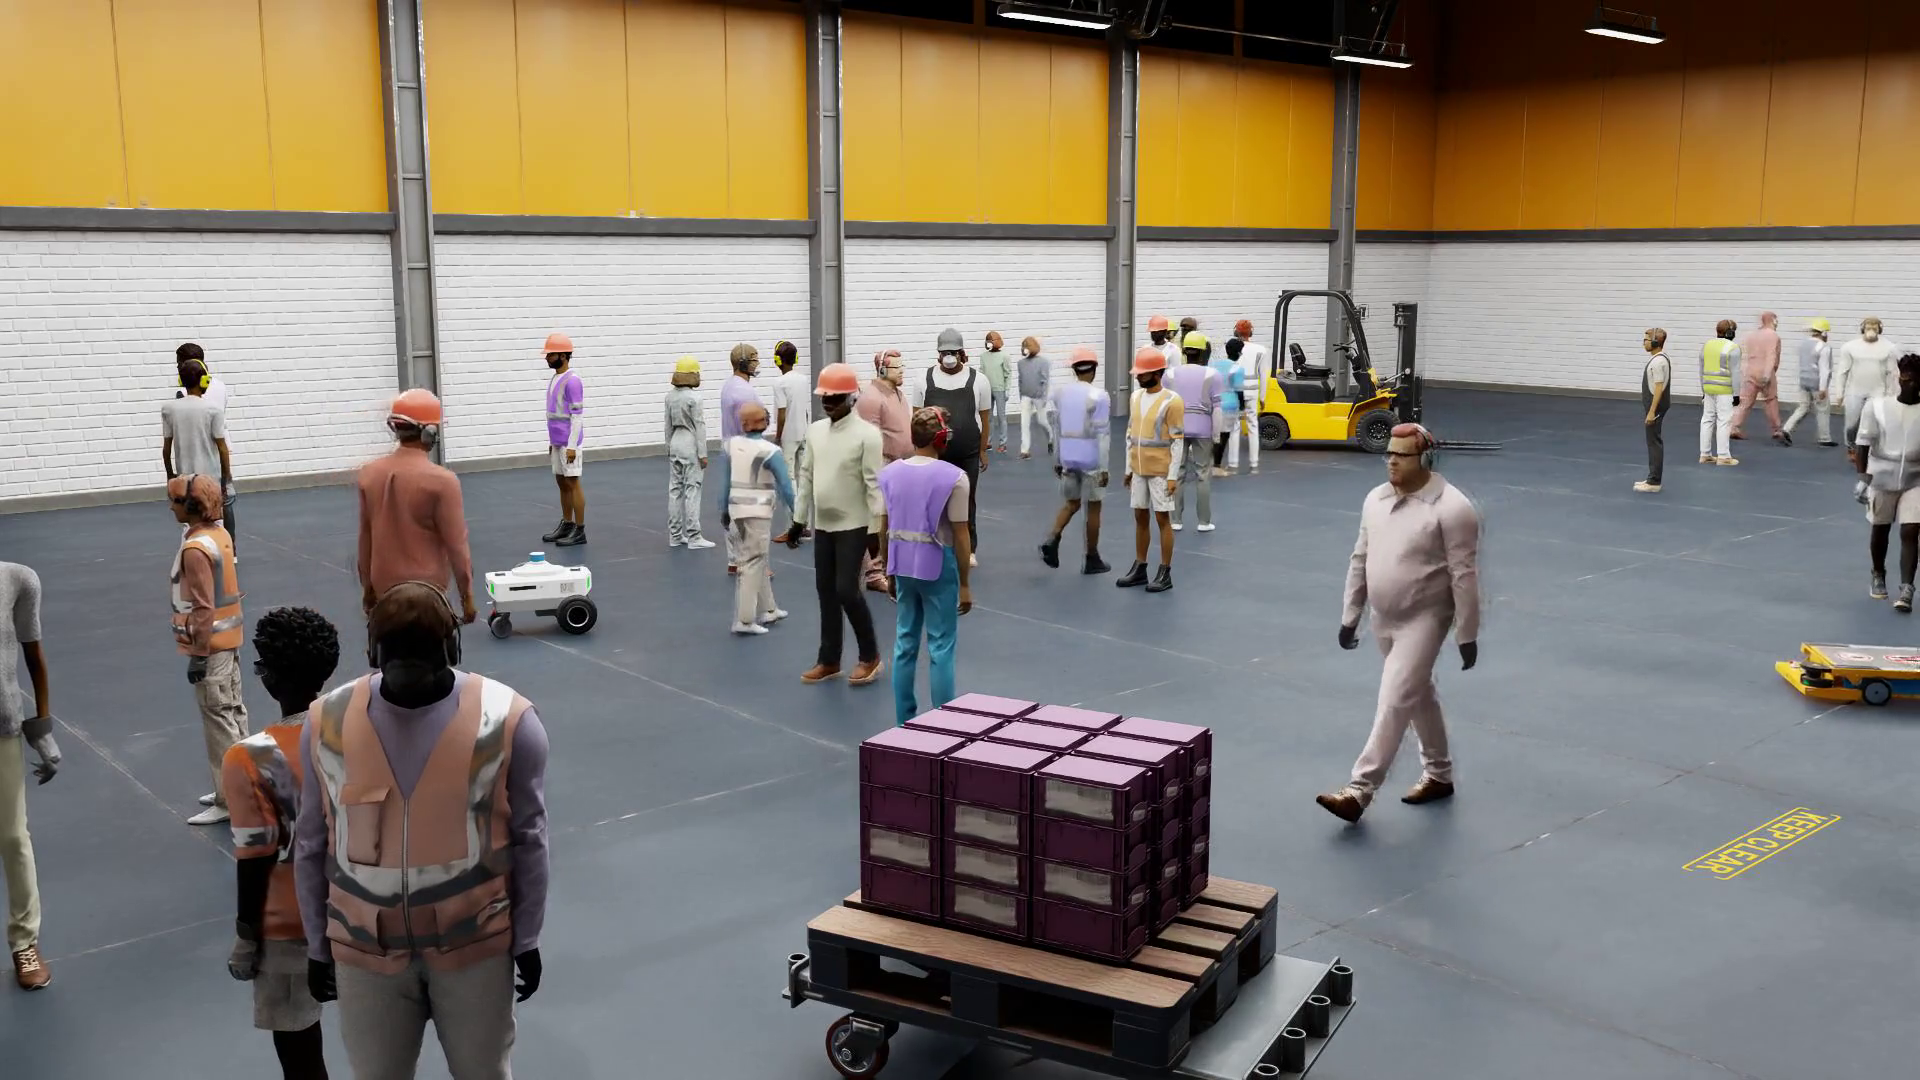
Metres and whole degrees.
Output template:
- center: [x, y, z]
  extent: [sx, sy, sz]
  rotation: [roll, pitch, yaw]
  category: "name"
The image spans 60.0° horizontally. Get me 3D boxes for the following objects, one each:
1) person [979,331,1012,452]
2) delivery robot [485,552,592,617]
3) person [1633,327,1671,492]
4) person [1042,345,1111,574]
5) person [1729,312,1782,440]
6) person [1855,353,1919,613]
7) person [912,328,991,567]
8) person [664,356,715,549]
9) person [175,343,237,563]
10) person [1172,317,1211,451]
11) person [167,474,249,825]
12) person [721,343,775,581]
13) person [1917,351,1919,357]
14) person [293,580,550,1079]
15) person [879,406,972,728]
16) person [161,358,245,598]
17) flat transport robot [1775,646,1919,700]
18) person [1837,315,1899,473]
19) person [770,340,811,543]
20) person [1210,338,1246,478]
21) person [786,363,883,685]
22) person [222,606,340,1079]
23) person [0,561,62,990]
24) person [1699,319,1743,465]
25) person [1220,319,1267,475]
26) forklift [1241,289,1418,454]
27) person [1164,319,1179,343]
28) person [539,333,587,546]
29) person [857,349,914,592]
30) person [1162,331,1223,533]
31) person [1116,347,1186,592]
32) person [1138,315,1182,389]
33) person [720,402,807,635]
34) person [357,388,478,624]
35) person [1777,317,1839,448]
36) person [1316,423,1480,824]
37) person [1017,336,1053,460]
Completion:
- center: [0.459, -1.995, 22.411]
  extent: [0.507, 1.631, 0.265]
  rotation: [7, 12, 34]
  category: "person"
- center: [-2.963, 0.328, 11.687]
  extent: [0.707, 0.478, 0.477]
  rotation: [-4, 10, -20]
  category: "delivery robot"
- center: [7.768, -1.454, 18.625]
  extent: [0.327, 1.844, 0.514]
  rotation: [5, 11, 26]
  category: "person"
- center: [0.972, -0.646, 13.722]
  extent: [0.602, 1.904, 0.578]
  rotation: [8, 12, 38]
  category: "person"
- center: [11.547, -2.350, 23.921]
  extent: [0.990, 1.836, 0.704]
  rotation: [-2, 10, -12]
  category: "person"
- center: [7.063, -0.444, 12.518]
  extent: [0.613, 1.920, 0.993]
  rotation: [5, 11, 27]
  category: "person"
- center: [-0.078, -0.776, 14.081]
  extent: [0.678, 2.000, 0.537]
  rotation: [0, 10, 2]
  category: "person"
- center: [-2.461, -0.795, 15.070]
  extent: [0.492, 1.741, 0.318]
  rotation: [8, 13, 39]
  category: "person"
- center: [-6.380, -0.705, 14.060]
  extent: [0.397, 1.911, 0.587]
  rotation: [1, 10, 9]
  category: "person"
- center: [3.073, -2.096, 22.448]
  extent: [0.627, 1.821, 0.511]
  rotation: [7, 12, 35]
  category: "person"
- center: [-3.502, 0.503, 7.768]
  extent: [0.308, 1.639, 0.524]
  rotation: [-2, 10, -13]
  category: "person"
- center: [-1.753, -0.632, 13.541]
  extent: [0.372, 1.940, 0.630]
  rotation: [-4, 10, -20]
  category: "person"
- center: [11.468, -1.611, 19.471]
  extent: [0.612, 1.865, 0.477]
  rotation: [5, 11, 29]
  category: "person"
- center: [-1.350, 1.011, 4.206]
  extent: [0.627, 1.844, 0.429]
  rotation: [-1, 10, -8]
  category: "person"
- center: [-0.190, 0.209, 8.883]
  extent: [0.564, 1.846, 0.394]
  rotation: [7, 12, 34]
  category: "person"
- center: [-5.782, -0.445, 12.659]
  extent: [0.534, 1.864, 0.309]
  rotation: [1, 10, 4]
  category: "person"
- center: [5.754, 0.808, 9.982]
  extent: [1.431, 0.197, 0.652]
  rotation: [2, 10, 12]
  category: "flat transport robot"
- center: [11.126, -1.799, 20.429]
  extent: [0.638, 1.919, 0.655]
  rotation: [5, 11, 25]
  category: "person"
- center: [-1.574, -0.895, 15.305]
  extent: [0.334, 1.864, 0.517]
  rotation: [5, 11, 28]
  category: "person"
- center: [3.165, -1.562, 19.751]
  extent: [0.426, 1.663, 0.557]
  rotation: [-6, 11, -31]
  category: "person"
- center: [-0.762, -0.095, 10.248]
  extent: [0.641, 1.988, 0.456]
  rotation: [9, 13, 43]
  category: "person"
- center: [-1.780, 1.019, 4.579]
  extent: [0.316, 1.696, 0.540]
  rotation: [5, 11, 26]
  category: "person"
- center: [-3.497, 0.710, 5.911]
  extent: [0.521, 1.864, 0.335]
  rotation: [-5, 11, -25]
  category: "person"
- center: [9.644, -1.868, 21.060]
  extent: [0.429, 1.844, 0.625]
  rotation: [-4, 10, -20]
  category: "person"
- center: [3.414, -1.727, 20.107]
  extent: [0.584, 1.882, 0.337]
  rotation: [-1, 10, -6]
  category: "person"
- center: [5.034, -2.339, 22.783]
  extent: [2.313, 2.155, 1.214]
  rotation: [3, 10, 16]
  category: "forklift"
- center: [2.918, -2.188, 23.154]
  extent: [0.526, 1.768, 0.314]
  rotation: [9, 13, 42]
  category: "person"
- center: [-3.628, -0.913, 15.187]
  extent: [0.357, 1.938, 0.545]
  rotation: [-7, 12, -35]
  category: "person"
- center: [-0.560, -0.552, 13.167]
  extent: [0.401, 1.909, 0.641]
  rotation: [3, 10, 19]
  category: "person"
- center: [2.204, -1.033, 15.933]
  extent: [0.624, 1.926, 0.382]
  rotation: [3, 10, 18]
  category: "person"
- center: [1.498, -0.553, 13.104]
  extent: [0.374, 1.930, 0.542]
  rotation: [-8, 13, -41]
  category: "person"
- center: [2.389, -1.746, 20.073]
  extent: [0.551, 1.933, 0.370]
  rotation: [6, 11, 32]
  category: "person"
- center: [-1.403, -0.157, 11.661]
  extent: [0.555, 1.613, 0.640]
  rotation: [9, 13, 41]
  category: "person"
- center: [-2.728, 0.226, 8.406]
  extent: [0.630, 1.973, 0.483]
  rotation: [5, 11, 26]
  category: "person"
- center: [11.733, -2.160, 22.871]
  extent: [0.782, 1.809, 0.610]
  rotation: [-1, 10, -9]
  category: "person"
- center: [2.025, 0.387, 7.788]
  extent: [0.991, 1.856, 0.673]
  rotation: [-5, 11, -27]
  category: "person"
- center: [0.994, -1.866, 21.742]
  extent: [0.506, 1.604, 0.737]
  rotation: [6, 11, 30]
  category: "person"
